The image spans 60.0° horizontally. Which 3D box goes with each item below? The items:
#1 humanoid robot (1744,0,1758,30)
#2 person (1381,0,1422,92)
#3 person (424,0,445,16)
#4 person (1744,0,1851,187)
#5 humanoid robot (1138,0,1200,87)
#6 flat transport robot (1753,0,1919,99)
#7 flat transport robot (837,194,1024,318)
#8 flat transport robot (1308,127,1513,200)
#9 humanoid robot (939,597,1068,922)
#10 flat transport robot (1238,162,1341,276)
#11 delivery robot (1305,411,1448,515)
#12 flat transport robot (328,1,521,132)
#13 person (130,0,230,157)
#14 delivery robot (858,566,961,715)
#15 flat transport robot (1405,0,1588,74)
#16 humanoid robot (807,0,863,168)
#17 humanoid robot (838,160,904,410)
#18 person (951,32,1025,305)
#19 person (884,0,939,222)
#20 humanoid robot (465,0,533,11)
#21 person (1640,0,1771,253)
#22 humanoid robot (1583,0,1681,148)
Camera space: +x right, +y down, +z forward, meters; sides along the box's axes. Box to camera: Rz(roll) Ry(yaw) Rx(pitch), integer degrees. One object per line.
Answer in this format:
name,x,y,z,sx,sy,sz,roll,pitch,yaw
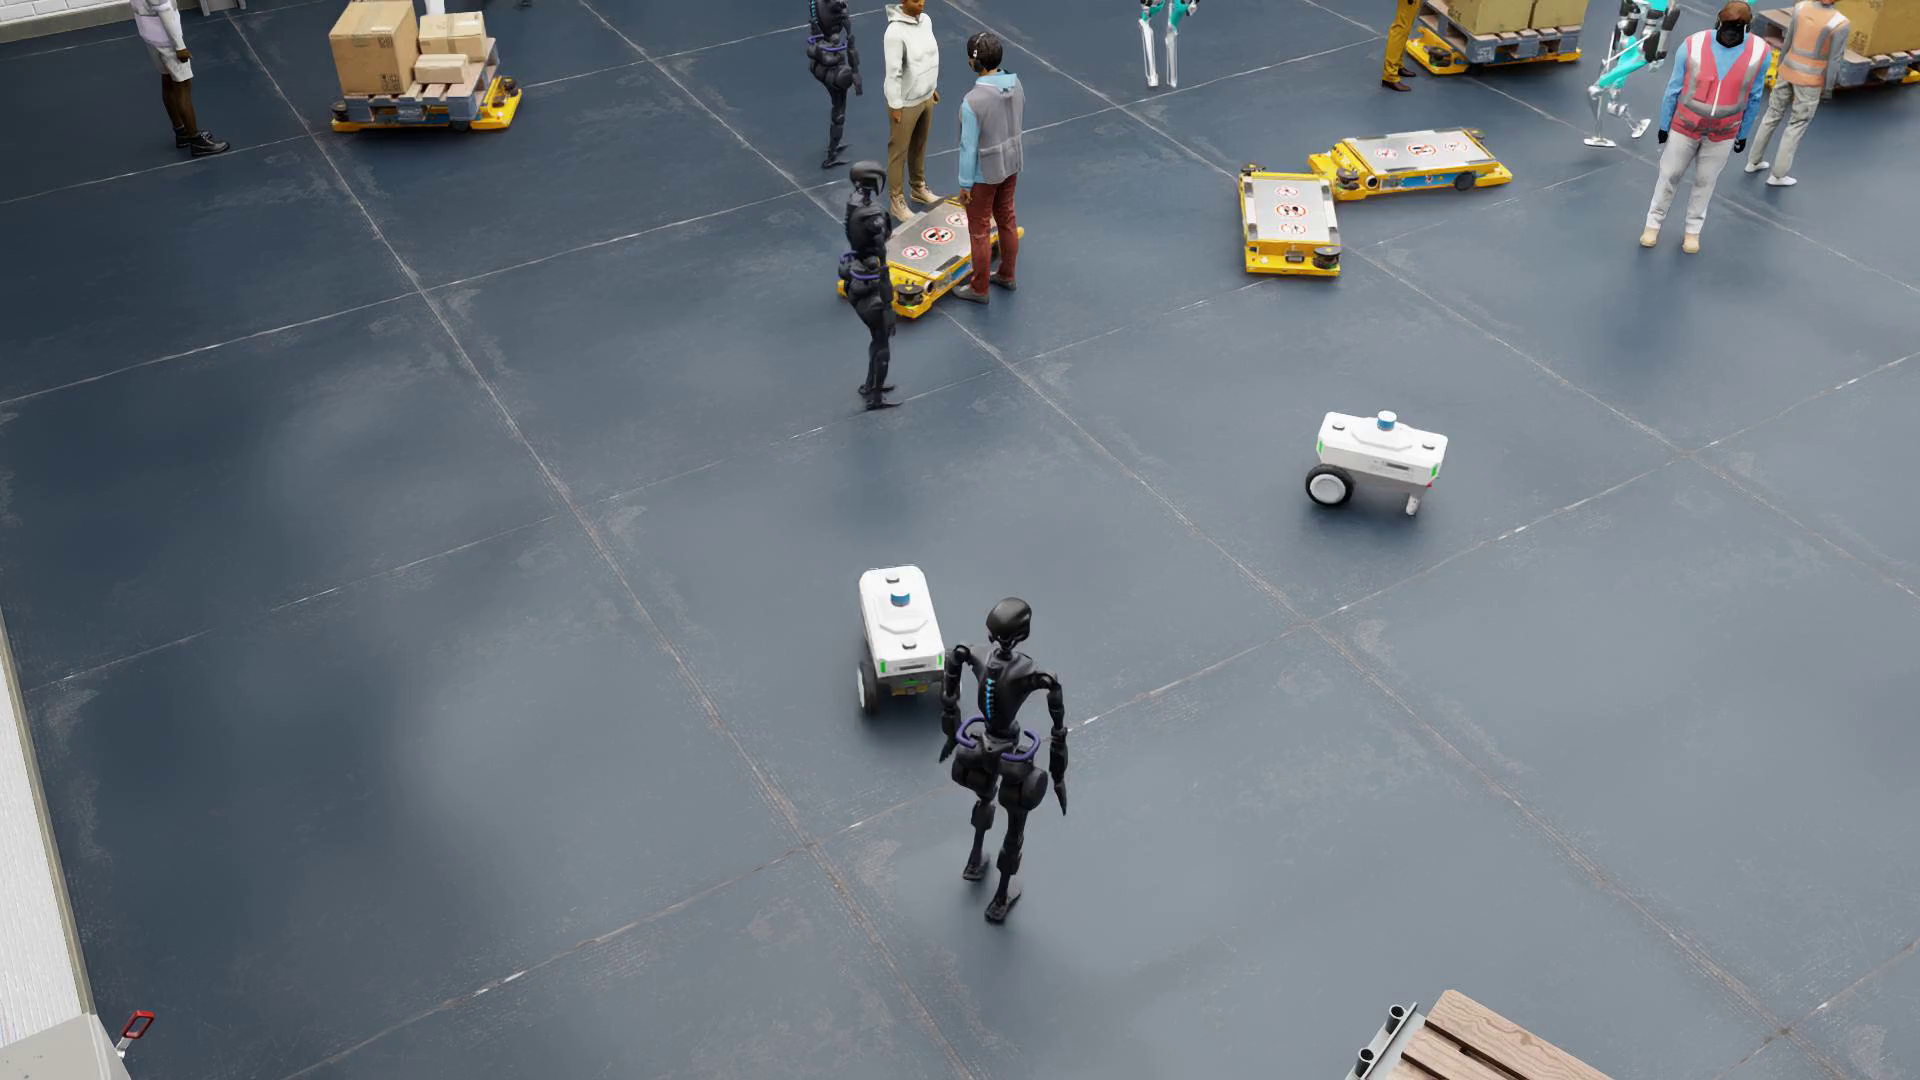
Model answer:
humanoid robot,6.986,-4.991,14.395,0.988,1.727,0.539,-20,43,-23
person,3.838,-4.688,14.010,0.338,1.753,0.537,14,40,17
person,-4.667,-5.240,14.603,0.337,1.882,0.583,-11,40,-14
person,6.379,-3.485,12.593,0.315,1.632,0.522,-16,41,-19
humanoid robot,1.730,-4.585,13.950,0.544,1.835,0.772,-4,39,-6
flat transport robot,7.671,-4.137,14.512,1.431,0.231,0.659,-11,40,-14
flat transport robot,-0.193,-2.043,11.870,0.659,0.231,1.431,22,44,26
flat transport robot,3.521,-2.942,13.004,1.431,0.231,0.659,-8,39,-10
humanoid robot,0.174,0.923,6.988,0.612,1.646,0.376,17,41,20
flat transport robot,2.421,-2.376,12.290,0.659,0.231,1.431,3,39,4
delivery robot,2.406,-0.477,9.671,0.775,0.603,0.499,14,41,17
flat transport robot,-4.446,-3.638,13.882,1.431,0.231,0.659,-2,38,-2
person,-6.168,-3.939,12.921,0.547,1.937,0.356,32,48,34
delivery robot,-0.296,0.483,8.447,0.499,0.589,0.785,-7,39,-9
flat transport robot,4.757,-4.435,14.887,1.431,0.231,0.659,-9,39,-11
humanoid robot,-0.944,-3.700,12.823,0.422,1.648,0.588,-27,46,-30
humanoid robot,-0.545,-1.547,10.106,0.326,1.649,0.602,-16,41,-19
person,0.206,-2.454,11.100,0.415,1.873,0.534,30,47,32
person,-0.370,-3.212,12.140,0.373,1.767,0.520,24,44,27
humanoid robot,-4.386,-5.750,15.437,0.573,1.662,0.584,-13,40,-16
person,5.229,-2.894,11.690,0.629,1.837,0.431,11,40,14
humanoid robot,5.181,-3.864,12.975,0.970,1.726,0.589,-17,41,-20
